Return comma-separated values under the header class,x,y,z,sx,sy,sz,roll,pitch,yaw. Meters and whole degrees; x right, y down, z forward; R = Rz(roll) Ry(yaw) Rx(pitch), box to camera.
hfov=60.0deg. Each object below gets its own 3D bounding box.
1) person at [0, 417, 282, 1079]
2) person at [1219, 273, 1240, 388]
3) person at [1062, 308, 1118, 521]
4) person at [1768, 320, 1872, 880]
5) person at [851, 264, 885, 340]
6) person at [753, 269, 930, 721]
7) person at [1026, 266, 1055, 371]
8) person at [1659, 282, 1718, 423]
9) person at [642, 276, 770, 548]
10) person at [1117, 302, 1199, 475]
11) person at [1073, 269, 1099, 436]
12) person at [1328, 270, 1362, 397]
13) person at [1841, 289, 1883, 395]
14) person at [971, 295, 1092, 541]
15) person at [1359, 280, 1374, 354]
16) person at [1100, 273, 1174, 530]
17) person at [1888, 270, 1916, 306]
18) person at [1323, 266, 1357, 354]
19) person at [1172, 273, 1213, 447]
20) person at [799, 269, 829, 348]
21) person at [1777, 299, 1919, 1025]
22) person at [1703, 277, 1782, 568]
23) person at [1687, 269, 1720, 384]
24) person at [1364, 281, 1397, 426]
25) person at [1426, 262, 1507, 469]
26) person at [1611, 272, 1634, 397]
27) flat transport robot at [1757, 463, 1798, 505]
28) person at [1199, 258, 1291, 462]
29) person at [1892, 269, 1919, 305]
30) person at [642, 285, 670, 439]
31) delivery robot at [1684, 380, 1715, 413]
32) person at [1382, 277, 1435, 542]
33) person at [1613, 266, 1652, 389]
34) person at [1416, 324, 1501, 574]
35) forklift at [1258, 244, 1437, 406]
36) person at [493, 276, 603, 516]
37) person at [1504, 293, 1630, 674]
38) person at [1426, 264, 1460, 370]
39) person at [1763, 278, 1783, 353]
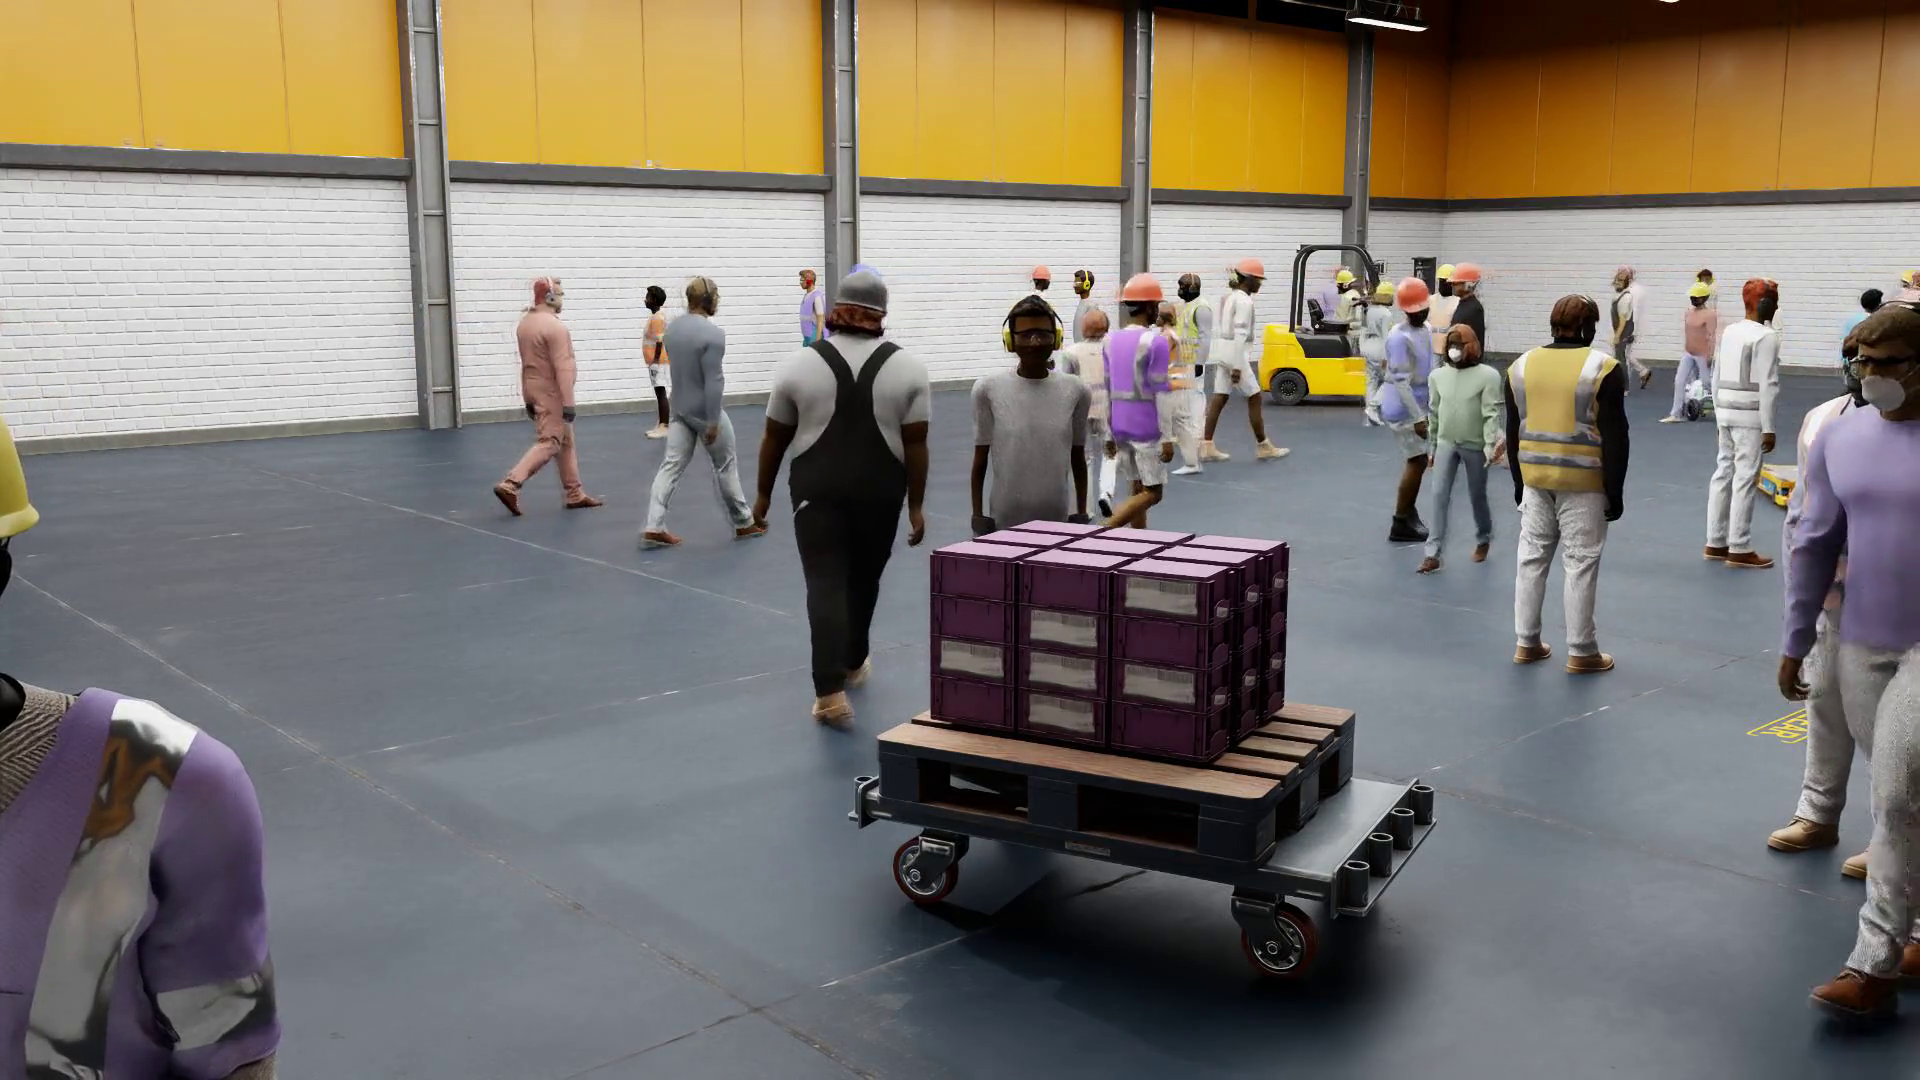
class,x,y,z,sx,sy,sz,roll,pitch,yaw
person,-0.984,0.784,1.683,0.584,1.928,0.367,0,10,-3
person,4.223,-3.210,25.528,0.526,1.772,0.308,8,12,39
person,1.020,-0.943,12.667,0.527,1.626,0.376,2,10,10
person,2.974,0.188,5.462,0.431,1.836,0.618,-5,11,-29
person,-1.108,-2.251,19.453,0.467,1.931,0.631,-1,10,-4
person,-0.524,-0.251,7.411,0.785,2.000,1.044,-1,10,-4
person,1.082,-2.750,22.503,0.984,1.883,0.565,-4,10,-22
person,8.988,-2.263,20.118,0.846,1.719,0.532,-3,10,-15
person,-1.816,-0.891,11.620,0.631,1.891,1.025,8,13,39
person,1.825,-1.389,15.367,0.862,1.594,0.514,0,10,1
person,1.382,-2.098,18.723,0.328,1.872,0.512,-2,10,-14
person,5.530,-2.951,23.862,0.413,1.820,0.626,5,11,28
person,10.239,-1.996,18.747,0.885,1.646,0.540,0,10,-1
person,0.291,-0.049,6.725,0.513,1.872,0.331,-1,10,-9
person,6.934,-3.568,28.059,0.503,1.614,0.512,-6,12,-32
person,1.064,-0.691,10.341,0.724,1.923,0.555,-6,11,-31
person,13.956,-3.069,24.556,0.426,1.819,0.627,-1,10,-4
person,5.895,-3.251,25.490,0.977,1.858,0.645,-7,12,-36
person,2.425,-1.898,17.631,0.429,1.842,0.634,-3,10,-15
person,-1.976,-2.727,22.483,0.375,1.840,0.567,-4,10,-21
person,2.472,0.318,4.481,0.875,1.899,0.643,-5,11,-25
person,5.132,-0.764,10.870,0.337,1.883,0.584,-1,10,-7
person,11.034,-3.097,24.693,0.514,1.818,0.895,1,10,7
person,4.994,-2.202,19.771,0.378,1.723,0.481,-4,11,-23
person,4.826,-1.637,15.732,0.897,1.969,0.623,2,10,9
person,9.540,-2.969,24.051,0.347,1.805,0.671,2,10,12
flat transport robot,7.036,-0.457,13.786,0.652,0.197,1.431,3,10,15
person,2.821,-1.750,16.289,0.984,1.991,0.635,-1,10,-8
person,12.512,-2.605,21.751,0.660,1.864,0.997,5,11,25
person,-3.374,-1.975,18.502,0.318,1.700,0.535,-2,10,-12
delivery robot,9.223,-1.813,20.623,0.477,0.478,0.707,0,10,2
person,3.179,-0.906,11.729,0.385,1.883,0.593,7,12,36
person,9.952,-3.106,24.622,0.619,1.875,0.696,1,10,5
person,3.270,-0.605,10.792,0.509,1.596,0.838,7,12,36
forklift,5.256,-2.933,22.661,2.313,2.155,1.214,3,10,16
person,-3.263,-1.132,13.061,0.900,1.875,0.653,-7,12,-35
person,2.966,-0.273,8.125,0.429,1.844,0.627,-8,13,-40
person,5.539,-2.183,19.042,0.364,1.930,0.588,-9,13,-43
person,9.448,-2.199,19.617,0.327,1.767,0.533,-2,10,-10
